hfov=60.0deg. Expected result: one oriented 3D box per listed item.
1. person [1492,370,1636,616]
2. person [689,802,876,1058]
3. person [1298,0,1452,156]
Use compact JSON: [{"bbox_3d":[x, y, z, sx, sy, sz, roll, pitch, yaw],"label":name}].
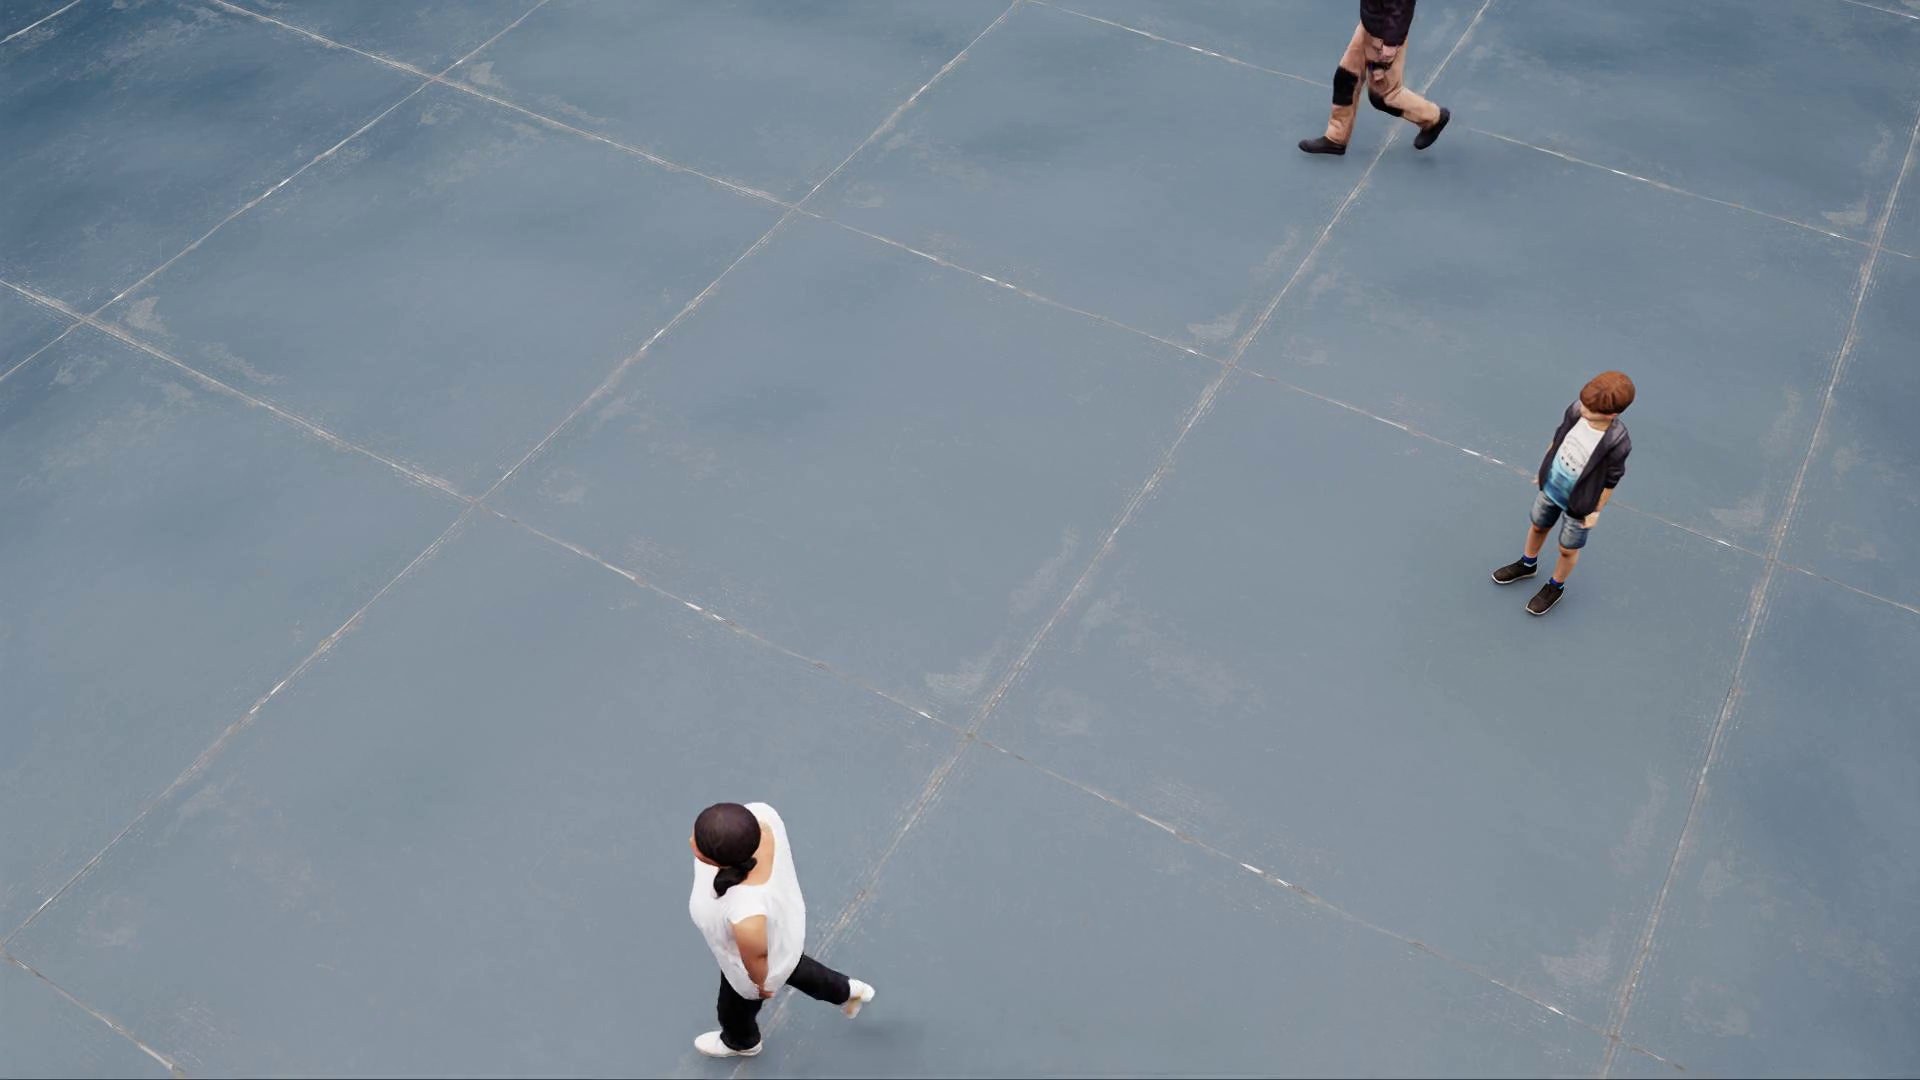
[{"bbox_3d":[2.880,-0.242,7.804,0.684,1.450,0.598,-23,51,-20],"label":"person"},{"bbox_3d":[-0.704,1.441,6.100,1.059,1.668,0.892,3,47,3],"label":"person"},{"bbox_3d":[2.689,-3.155,10.192,1.266,1.899,1.080,-1,47,-1],"label":"person"}]
